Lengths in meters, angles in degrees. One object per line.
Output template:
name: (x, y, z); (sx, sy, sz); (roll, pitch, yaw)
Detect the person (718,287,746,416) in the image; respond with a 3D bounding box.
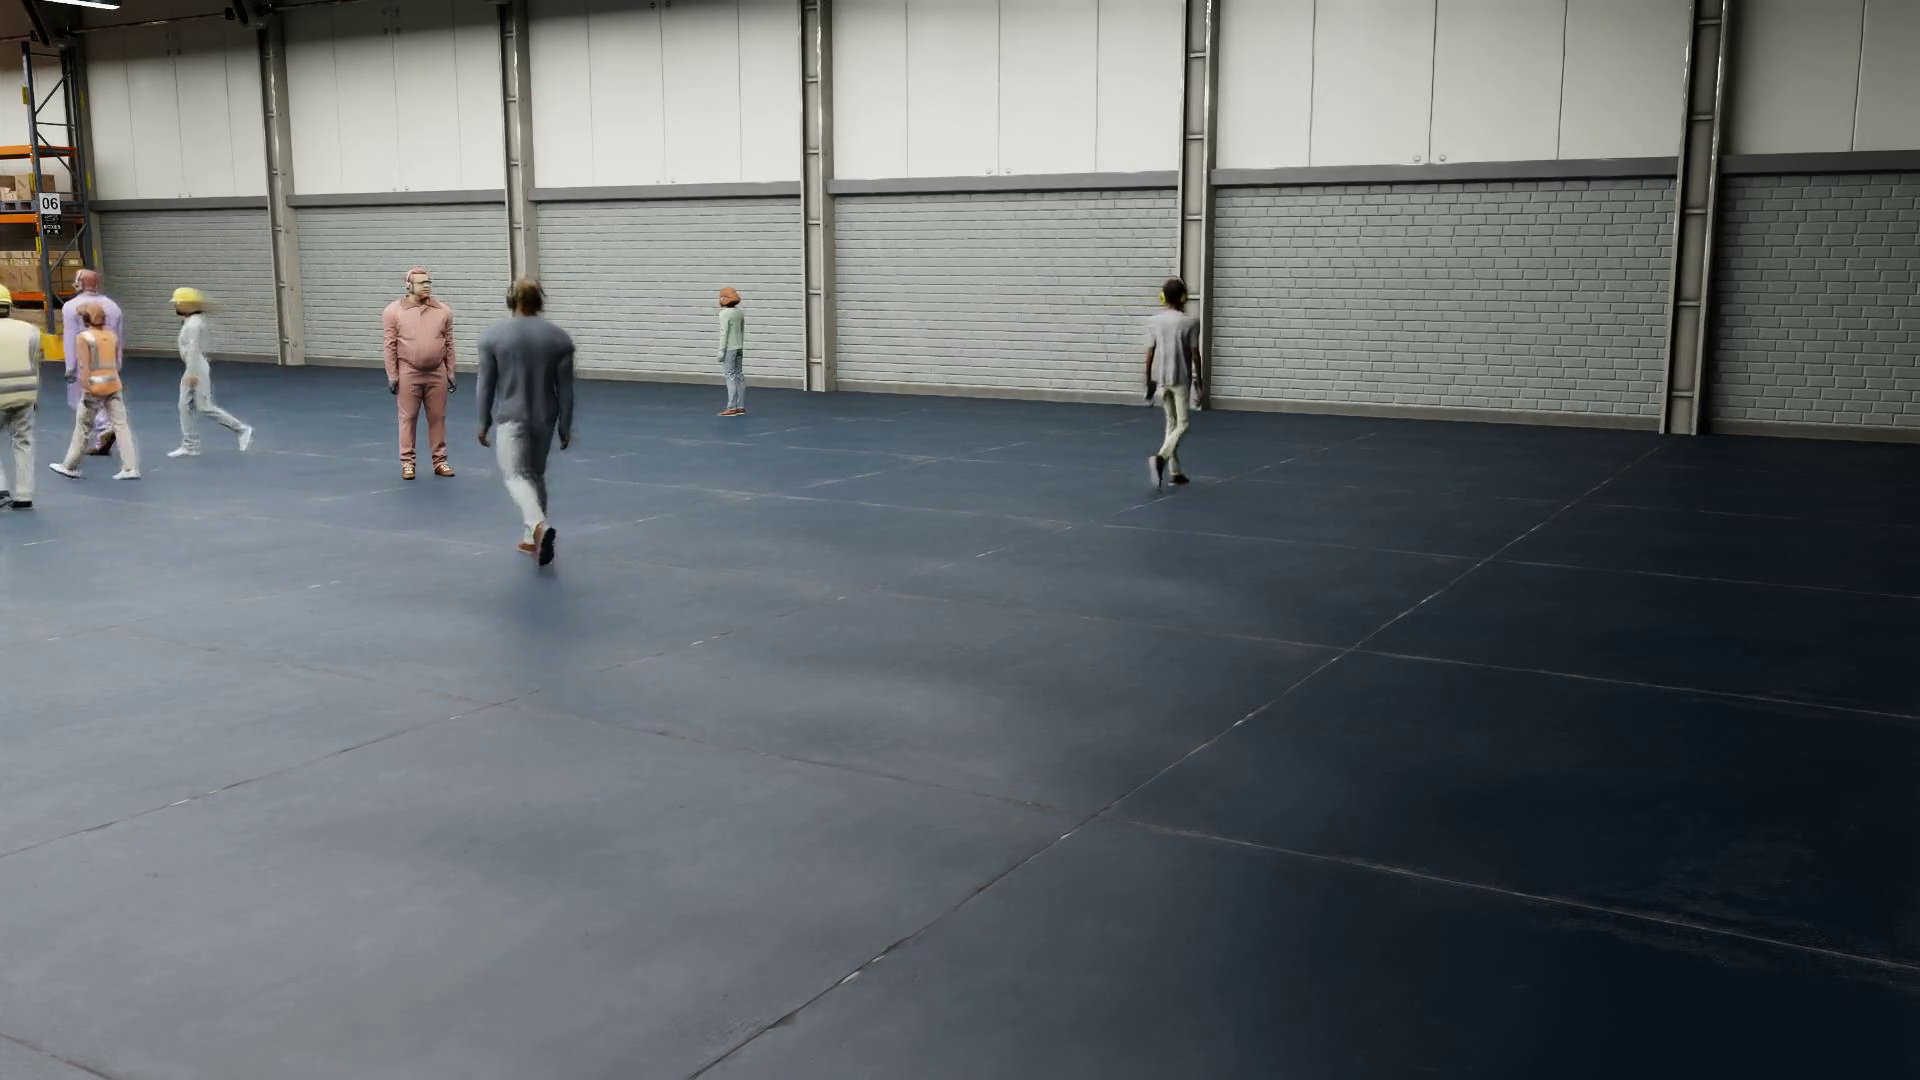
person: (-2.908, -2.393, 21.142); (0.289, 1.634, 0.499); (4, 11, 23)

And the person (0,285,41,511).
person: (-7.558, -1.119, 13.157); (0.466, 1.819, 0.601); (6, 12, 33)

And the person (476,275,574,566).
person: (-2.817, -0.782, 10.925); (0.629, 1.906, 0.866); (-6, 12, -33)

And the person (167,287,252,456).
person: (-7.659, -1.702, 16.847); (0.725, 1.717, 0.485); (-6, 12, -33)

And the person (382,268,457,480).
person: (-4.904, -1.511, 15.165); (0.646, 1.913, 0.409); (-7, 12, -34)

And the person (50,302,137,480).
person: (-7.834, -1.334, 15.019); (0.830, 1.594, 0.548); (2, 10, 14)

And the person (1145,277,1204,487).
person: (1.850, -1.364, 14.494); (0.521, 1.853, 0.775); (7, 12, 35)

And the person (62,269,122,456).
person: (-8.699, -1.770, 16.722); (0.489, 1.893, 0.669); (4, 10, 22)
